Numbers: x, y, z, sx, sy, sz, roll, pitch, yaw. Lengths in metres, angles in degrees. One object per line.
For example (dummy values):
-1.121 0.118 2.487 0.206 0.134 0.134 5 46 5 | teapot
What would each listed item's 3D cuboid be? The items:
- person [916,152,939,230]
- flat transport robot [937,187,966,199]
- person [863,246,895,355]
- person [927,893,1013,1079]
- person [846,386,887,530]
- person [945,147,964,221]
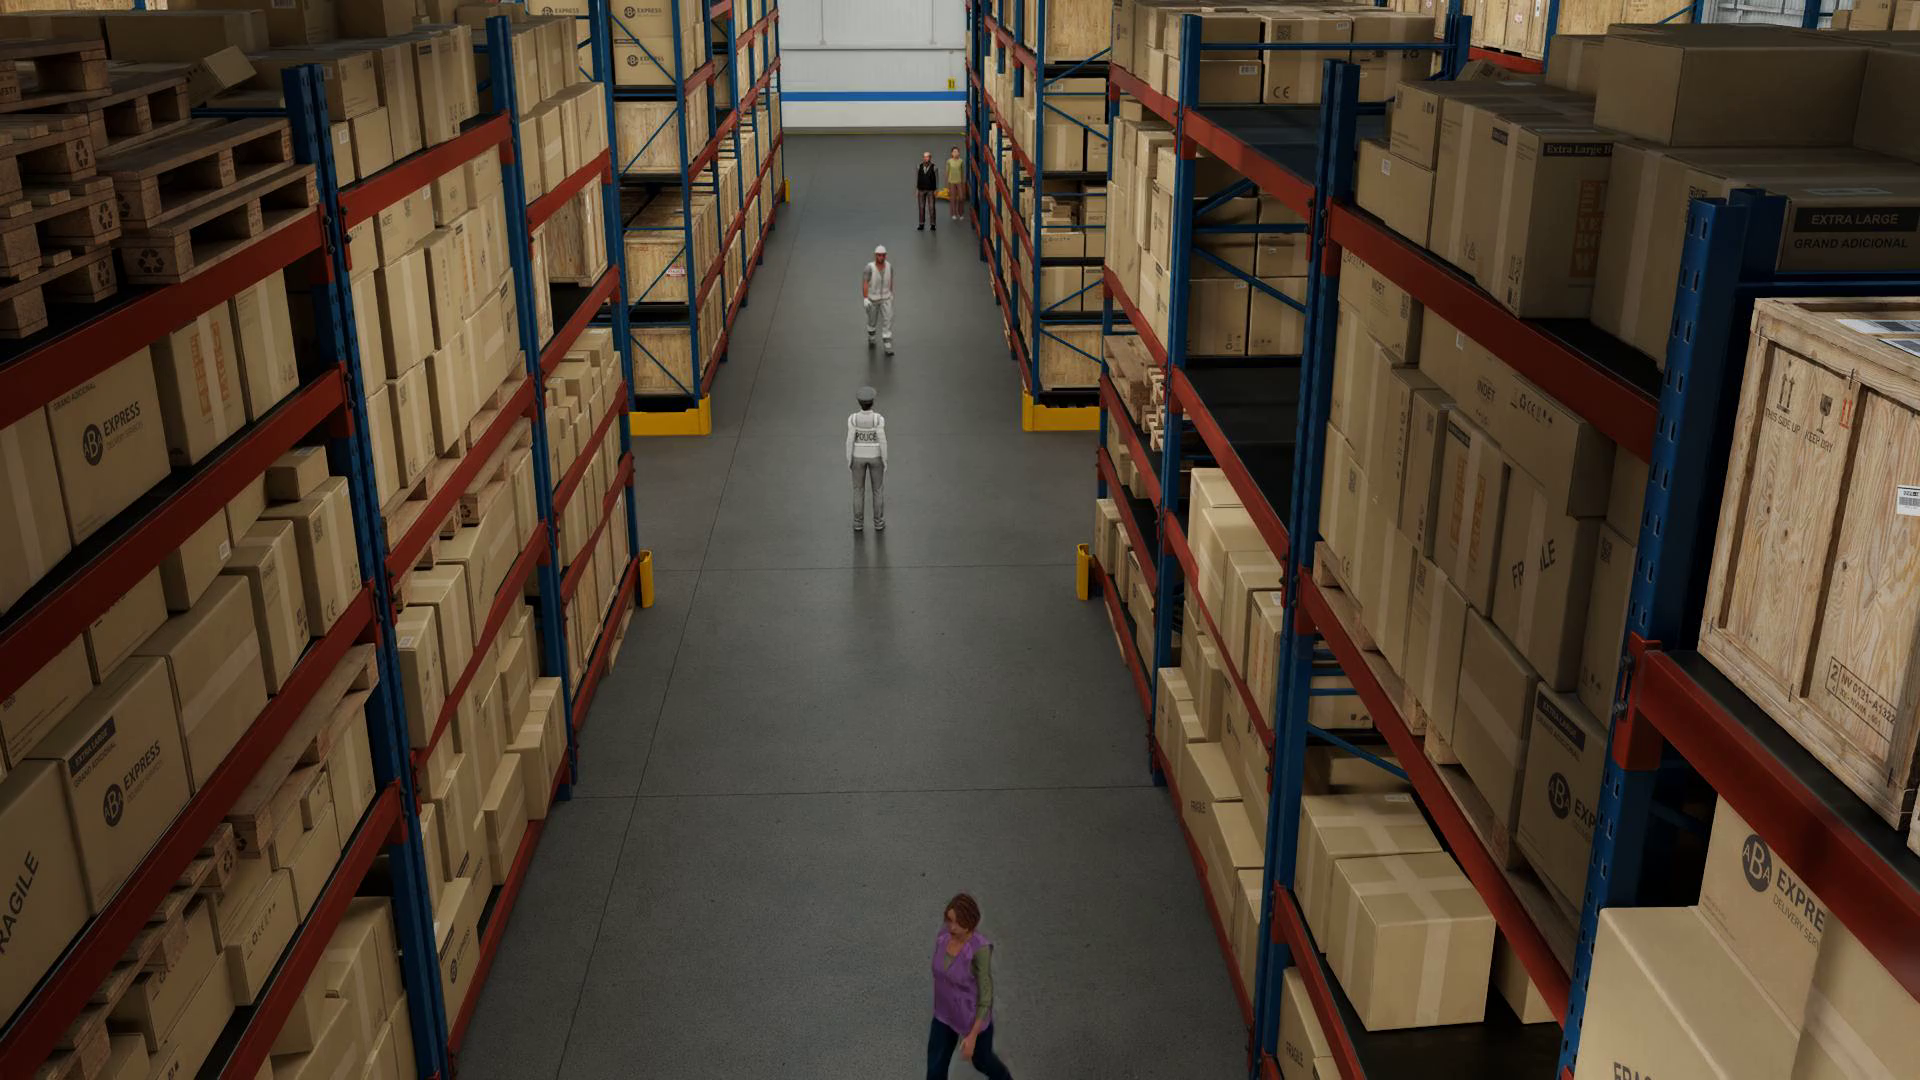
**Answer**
-0.753 -7.934 37.820 0.529 1.721 0.397 3 21 8 | person
0.125 -8.881 42.537 1.431 0.265 0.659 -15 25 -35 | flat transport robot
-1.320 -3.928 27.042 0.569 1.740 1.042 -6 21 -15 | person
-0.009 2.723 9.439 0.468 1.568 0.886 17 26 37 | person
-1.067 -0.936 19.114 0.473 1.689 0.358 0 20 1 | person
-0.114 -8.362 39.043 0.457 1.692 0.449 -2 21 -4 | person
